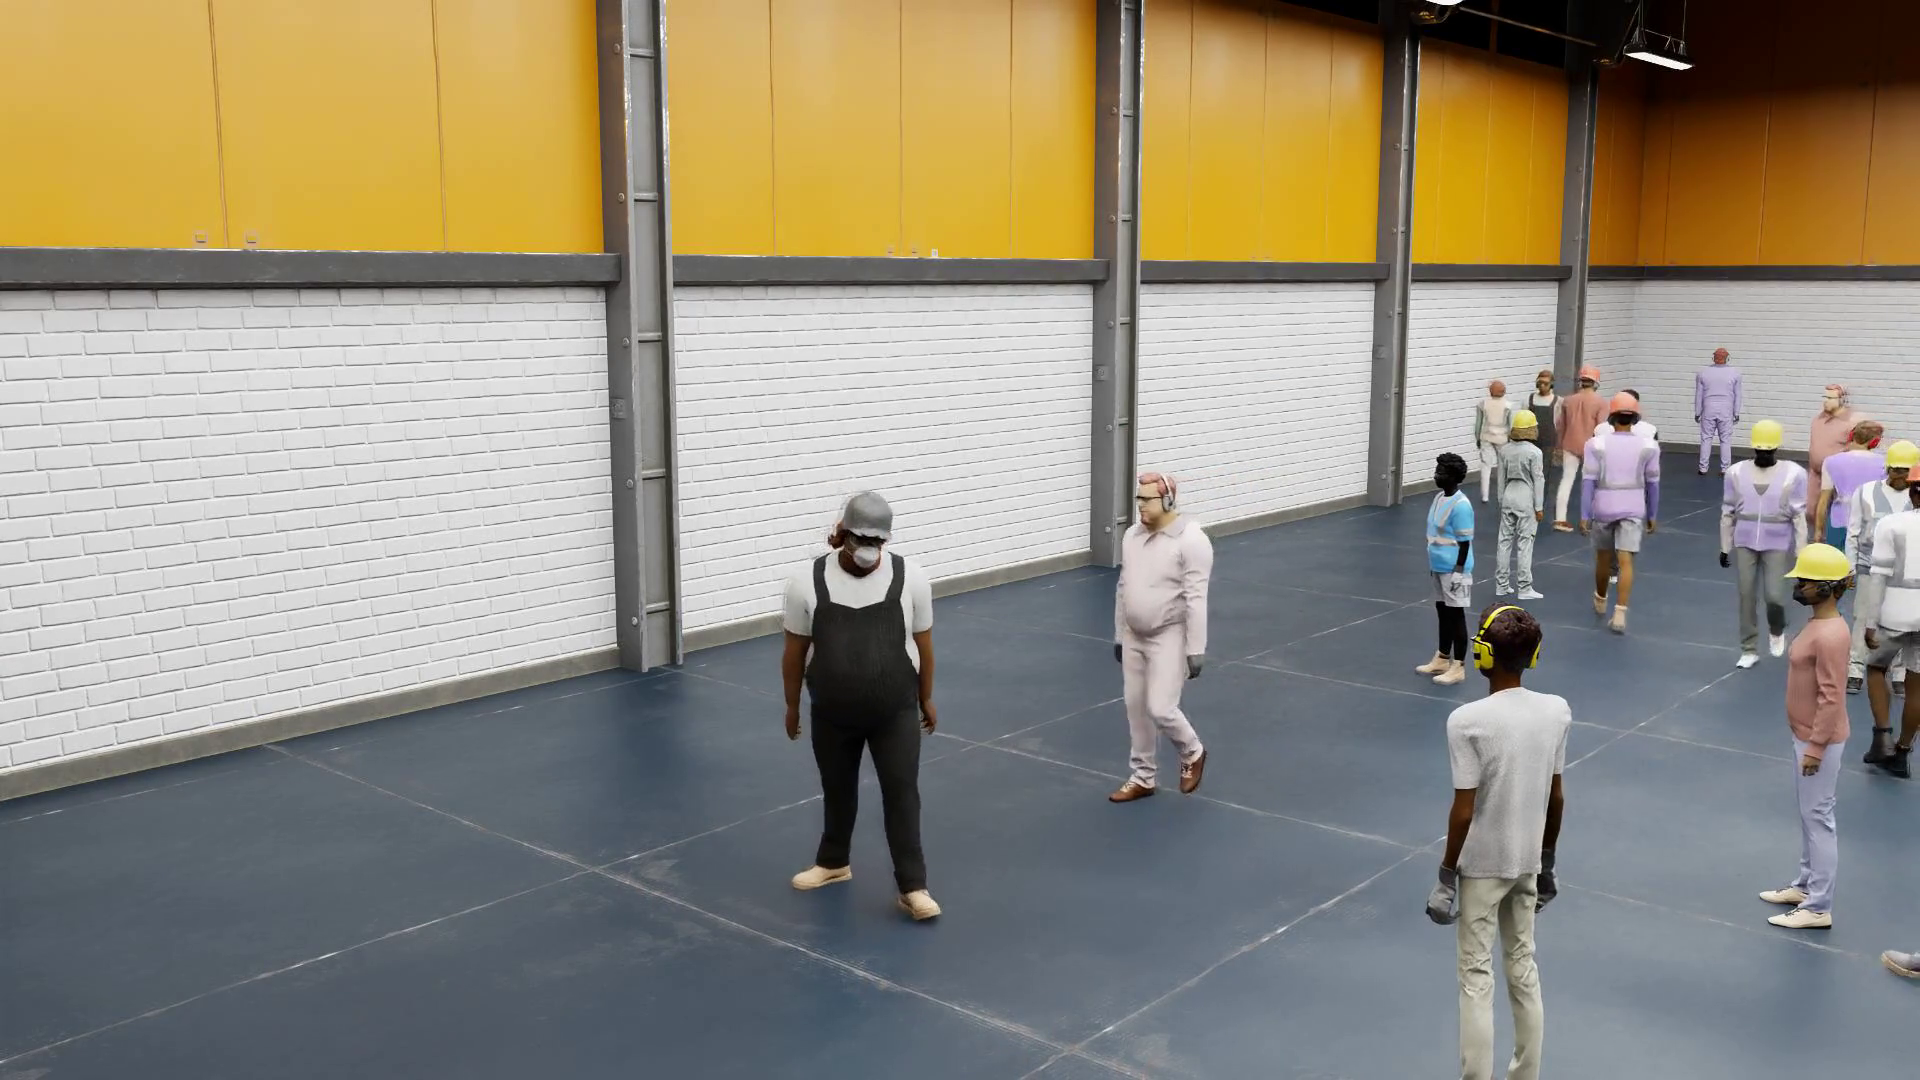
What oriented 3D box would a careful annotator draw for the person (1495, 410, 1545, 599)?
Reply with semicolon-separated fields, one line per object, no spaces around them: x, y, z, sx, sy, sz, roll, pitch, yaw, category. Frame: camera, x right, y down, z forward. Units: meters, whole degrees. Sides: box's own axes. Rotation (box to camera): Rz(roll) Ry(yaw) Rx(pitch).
5.179;-0.328;15.346;0.289;1.746;0.487;-6;11;-33;person

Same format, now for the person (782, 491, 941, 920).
-0.474;0.725;7.803;0.724;2.000;0.679;0;9;1;person

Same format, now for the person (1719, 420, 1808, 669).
6.084;0.030;12.599;0.628;1.899;0.543;7;11;37;person

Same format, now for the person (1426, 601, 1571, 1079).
1.848;1.137;5.758;0.532;1.871;0.321;-4;10;-24;person

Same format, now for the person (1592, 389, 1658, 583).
6.481;-0.541;16.302;0.613;1.862;0.996;4;10;23;person

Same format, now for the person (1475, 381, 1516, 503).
7.055;-1.298;21.905;0.522;1.586;0.882;4;10;25;person

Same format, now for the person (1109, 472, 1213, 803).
1.118;0.553;9.347;0.471;1.891;0.677;-7;12;-38;person

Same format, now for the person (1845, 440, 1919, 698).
6.572;0.204;11.749;0.587;1.828;0.404;4;10;25;person

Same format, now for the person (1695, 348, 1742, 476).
11.250;-1.897;24.695;0.639;1.908;0.409;5;10;27;person

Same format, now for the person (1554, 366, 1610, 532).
7.268;-1.067;19.433;0.636;1.916;1.135;9;13;44;person

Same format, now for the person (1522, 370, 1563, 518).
7.104;-1.169;20.337;0.529;1.835;0.509;5;11;31;person

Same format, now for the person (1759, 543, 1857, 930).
3.892;0.893;7.615;0.311;1.768;0.532;3;10;21;person

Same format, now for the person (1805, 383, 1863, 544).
8.778;-0.634;16.798;0.424;1.893;0.643;-3;10;-21;person

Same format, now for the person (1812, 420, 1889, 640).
7.373;-0.090;13.704;0.595;1.803;0.866;3;9;17;person

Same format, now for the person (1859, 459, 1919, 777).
5.661;0.456;9.886;0.559;1.915;0.411;2;9;11;person

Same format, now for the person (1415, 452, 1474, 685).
3.571;0.204;12.151;0.321;1.697;0.535;-1;9;-4;person

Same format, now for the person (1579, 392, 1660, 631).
5.594;-0.256;14.131;0.628;1.987;1.079;3;9;16;person

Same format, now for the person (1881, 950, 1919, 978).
4.289;1.031;6.580;0.568;1.830;1.010;-9;12;-43;person
